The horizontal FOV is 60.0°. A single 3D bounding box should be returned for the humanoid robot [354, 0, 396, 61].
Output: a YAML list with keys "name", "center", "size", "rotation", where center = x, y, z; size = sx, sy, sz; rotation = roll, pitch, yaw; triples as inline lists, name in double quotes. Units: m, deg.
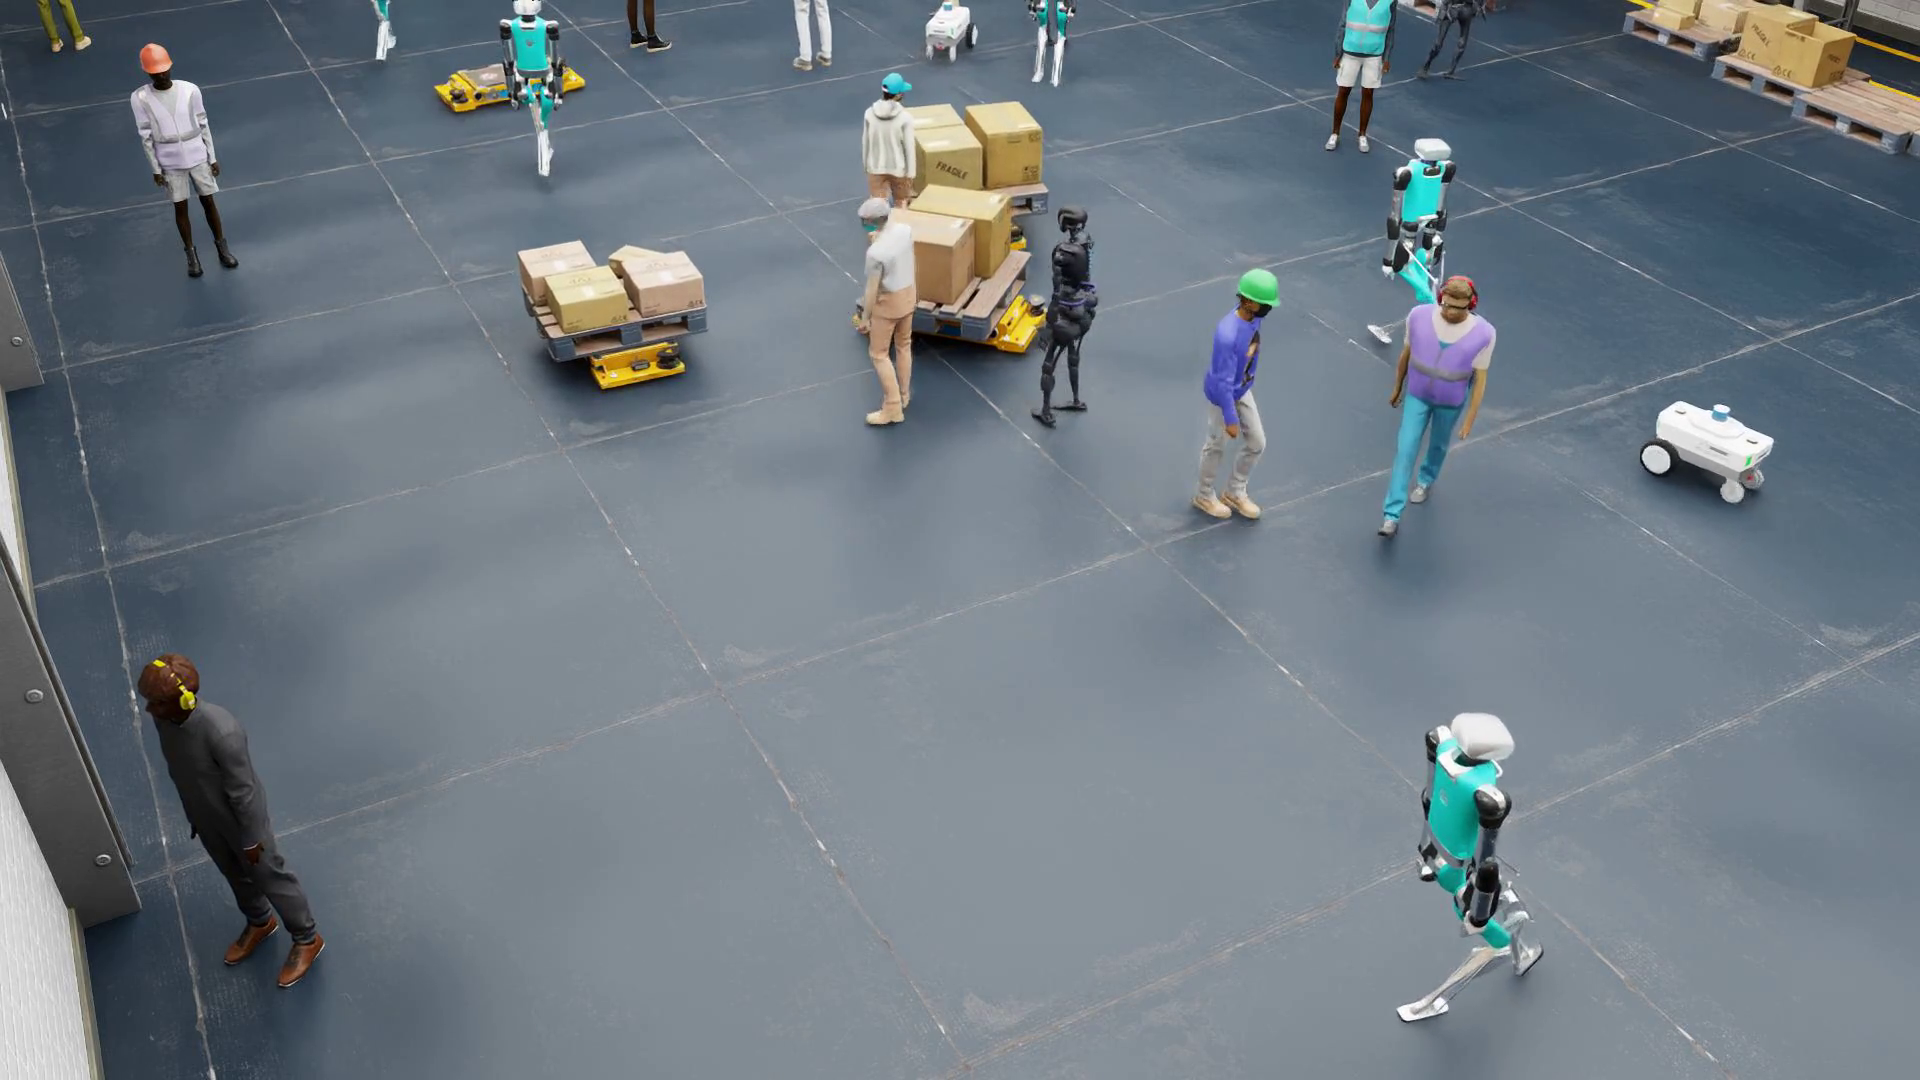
- name: "humanoid robot"
  center: [-6.416, -6.153, 18.248]
  size: [0.530, 1.735, 1.035]
  rotation: [2, 35, 2]

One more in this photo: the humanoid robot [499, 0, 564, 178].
- name: "humanoid robot"
  center: [-3.919, -4.229, 15.465]
  size: [0.574, 1.717, 0.996]
  rotation: [-5, 35, -7]

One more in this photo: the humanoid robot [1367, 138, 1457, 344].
- name: "humanoid robot"
  center: [3.512, -2.058, 12.408]
  size: [0.555, 1.755, 1.046]
  rotation: [-16, 38, -21]

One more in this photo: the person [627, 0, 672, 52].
- name: "person"
  center: [-3.549, -6.420, 18.404]
  size: [0.611, 1.963, 0.362]
  rotation: [25, 42, 31]

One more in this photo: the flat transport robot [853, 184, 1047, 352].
- name: "flat transport robot"
  center: [-0.076, -1.827, 13.325]
  size: [1.431, 0.231, 0.659]
  rotation: [11, 37, 15]

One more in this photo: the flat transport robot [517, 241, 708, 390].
- name: "flat transport robot"
  center: [-2.683, -1.628, 13.040]
  size: [0.659, 0.231, 1.431]
  rotation: [-15, 38, -20]

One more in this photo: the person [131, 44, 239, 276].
- name: "person"
  center: [-6.420, -3.143, 13.751]
  size: [0.543, 1.938, 0.356]
  rotation: [-21, 40, -27]

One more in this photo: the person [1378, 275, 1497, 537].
- name: "person"
  center: [3.020, -0.867, 10.624]
  size: [0.585, 1.781, 0.971]
  rotation: [14, 37, 19]

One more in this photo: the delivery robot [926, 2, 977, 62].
- name: "delivery robot"
  center: [-0.123, -5.730, 18.660]
  size: [0.499, 0.608, 0.786]
  rotation: [9, 36, 13]

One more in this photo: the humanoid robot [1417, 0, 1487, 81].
- name: "humanoid robot"
  center: [5.278, -5.693, 17.622]
  size: [0.600, 1.647, 0.451]
  rotation: [-13, 37, -18]

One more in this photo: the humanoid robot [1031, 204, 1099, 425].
- name: "humanoid robot"
  center: [0.764, -1.623, 11.803]
  size: [0.370, 1.644, 0.599]
  rotation: [20, 40, 26]

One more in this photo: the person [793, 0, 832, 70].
- name: "person"
  center: [-1.622, -6.073, 17.998]
  size: [0.581, 1.869, 0.372]
  rotation: [-23, 41, -29]

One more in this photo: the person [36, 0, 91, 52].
- name: "person"
  center: [-10.151, -6.339, 18.404]
  size: [0.522, 1.833, 0.373]
  rotation: [-7, 36, -10]

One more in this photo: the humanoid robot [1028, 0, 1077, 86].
- name: "humanoid robot"
  center: [0.993, -5.678, 17.533]
  size: [0.541, 1.759, 0.751]
  rotation: [4, 35, 6]

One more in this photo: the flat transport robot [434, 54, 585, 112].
- name: "flat transport robot"
  center: [-4.781, -4.856, 17.649]
  size: [1.431, 0.231, 0.659]
  rotation: [-20, 40, -26]

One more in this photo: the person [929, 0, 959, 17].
- name: "person"
  center: [-0.150, -6.900, 19.193]
  size: [0.373, 1.843, 0.568]
  rotation: [-8, 36, -11]

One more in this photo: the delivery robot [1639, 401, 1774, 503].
- name: "delivery robot"
  center: [5.129, -0.651, 11.391]
  size: [0.499, 0.589, 0.784]
  rotation: [-27, 43, -33]

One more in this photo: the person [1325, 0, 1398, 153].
- name: "person"
  center: [3.869, -4.698, 15.968]
  size: [0.552, 1.941, 0.416]
  rotation: [7, 36, 9]

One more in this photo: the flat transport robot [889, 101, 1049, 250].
- name: "flat transport robot"
  center: [0.069, -2.940, 14.913]
  size: [0.659, 0.231, 1.431]
  rotation: [-9, 36, -13]

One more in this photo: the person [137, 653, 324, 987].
- name: "person"
  center: [-3.320, 1.255, 7.539]
  size: [0.485, 1.867, 0.349]
  rotation: [16, 38, 21]

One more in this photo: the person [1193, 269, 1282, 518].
- name: "person"
  center: [1.780, -0.895, 10.626]
  size: [0.605, 1.842, 0.505]
  rotation: [25, 42, 31]

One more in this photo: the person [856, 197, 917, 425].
- name: "person"
  center: [-0.479, -1.644, 11.816]
  size: [0.314, 1.707, 0.614]
  rotation: [25, 42, 31]

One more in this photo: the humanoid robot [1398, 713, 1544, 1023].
- name: "humanoid robot"
  center: [2.450, 1.451, 7.391]
  size: [0.923, 1.792, 0.553]
  rotation: [-9, 36, -13]

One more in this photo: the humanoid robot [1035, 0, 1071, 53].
- name: "humanoid robot"
  center: [0.999, -6.239, 18.395]
  size: [0.599, 1.639, 0.353]
  rotation: [28, 44, 34]

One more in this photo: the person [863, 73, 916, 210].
- name: "person"
  center: [-0.591, -3.089, 13.917]
  size: [0.434, 1.656, 0.415]
  rotation: [-1, 35, -2]
